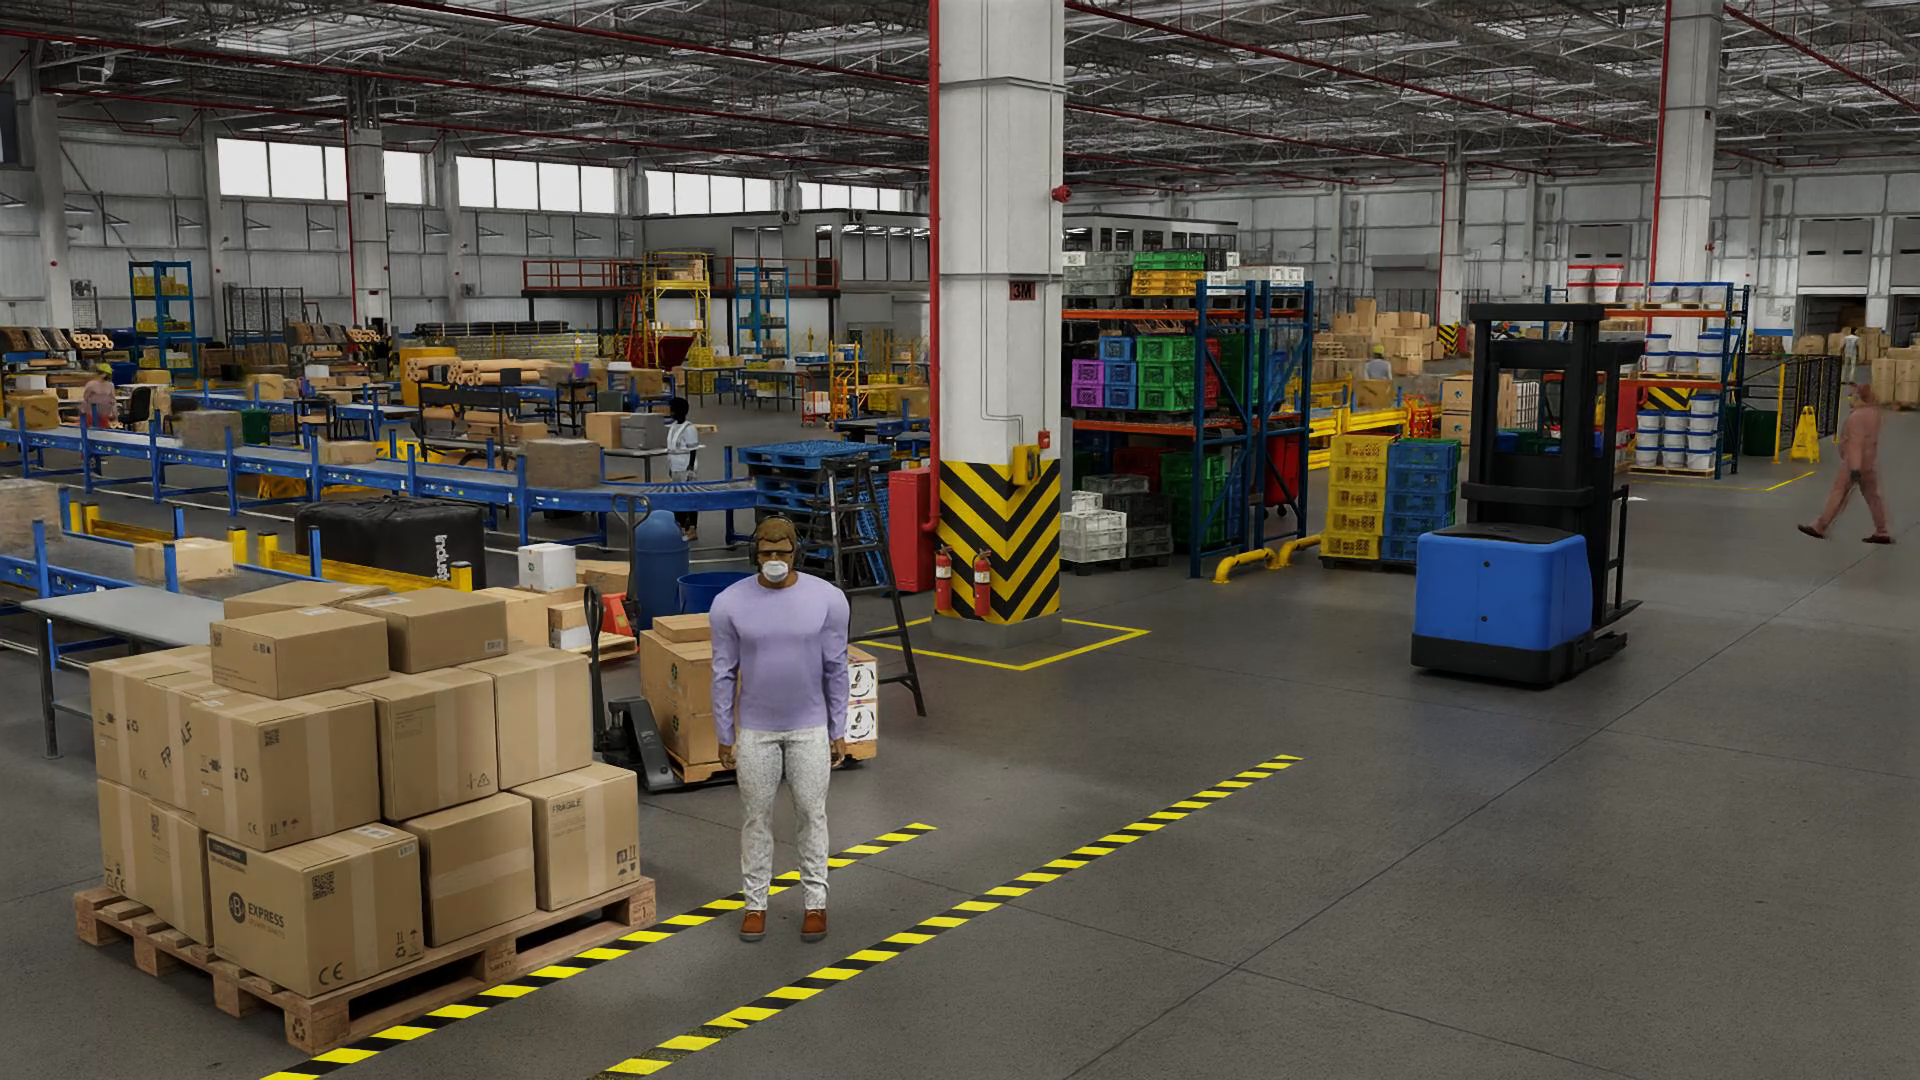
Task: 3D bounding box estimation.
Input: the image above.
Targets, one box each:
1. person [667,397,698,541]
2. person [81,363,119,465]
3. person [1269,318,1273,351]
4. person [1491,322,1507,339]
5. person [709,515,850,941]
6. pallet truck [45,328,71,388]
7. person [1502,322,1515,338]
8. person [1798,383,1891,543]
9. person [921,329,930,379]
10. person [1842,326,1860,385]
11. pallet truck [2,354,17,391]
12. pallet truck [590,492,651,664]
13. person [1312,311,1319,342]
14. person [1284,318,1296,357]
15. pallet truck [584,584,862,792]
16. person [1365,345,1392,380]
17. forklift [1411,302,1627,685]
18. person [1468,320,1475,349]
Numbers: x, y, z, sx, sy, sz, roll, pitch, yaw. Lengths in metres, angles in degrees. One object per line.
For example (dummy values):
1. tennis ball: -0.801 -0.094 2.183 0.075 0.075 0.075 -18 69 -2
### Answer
1. person: -3.255 -0.831 19.488 0.319 1.692 0.533 -7 11 -38
2. person: -14.495 -2.119 28.039 0.489 1.725 0.544 5 10 29
3. person: 15.600 -10.437 83.865 0.671 1.800 0.909 -1 8 -4
4. person: 16.042 -5.462 49.536 0.535 2.000 0.685 -7 11 -40
5. person: -0.798 0.841 7.439 0.624 1.932 0.369 -1 8 -6
6. pallet truck: -23.775 -4.544 43.495 1.885 1.965 0.823 6 10 35
7. person: 16.967 -5.783 51.851 0.611 1.996 0.378 7 11 40
8. person: 10.422 -0.898 19.397 0.671 1.848 1.012 -7 11 -39
9. person: -0.729 -4.994 46.596 1.069 1.992 0.615 6 10 35
10. person: 28.202 -5.829 52.659 0.337 1.853 0.548 -5 10 -32
11. pallet truck: -24.881 -4.417 42.634 1.885 1.965 0.823 8 11 41
12. pallet truck: -3.115 0.344 12.883 0.653 1.274 1.630 7 11 37
13. person: 18.417 -10.885 86.247 0.608 1.995 0.377 7 11 40
14. person: 14.346 -8.778 72.286 0.569 1.926 0.550 6 10 33
15. pallet truck: -1.426 0.805 10.019 1.601 1.201 0.680 -4 9 -26
16. person: 8.709 -3.148 34.673 0.611 1.820 0.515 7 11 38
17. forklift: 4.379 -0.438 12.852 1.129 2.768 1.873 7 11 37
18. person: 21.837 -8.521 70.575 0.611 1.912 0.411 6 11 37
